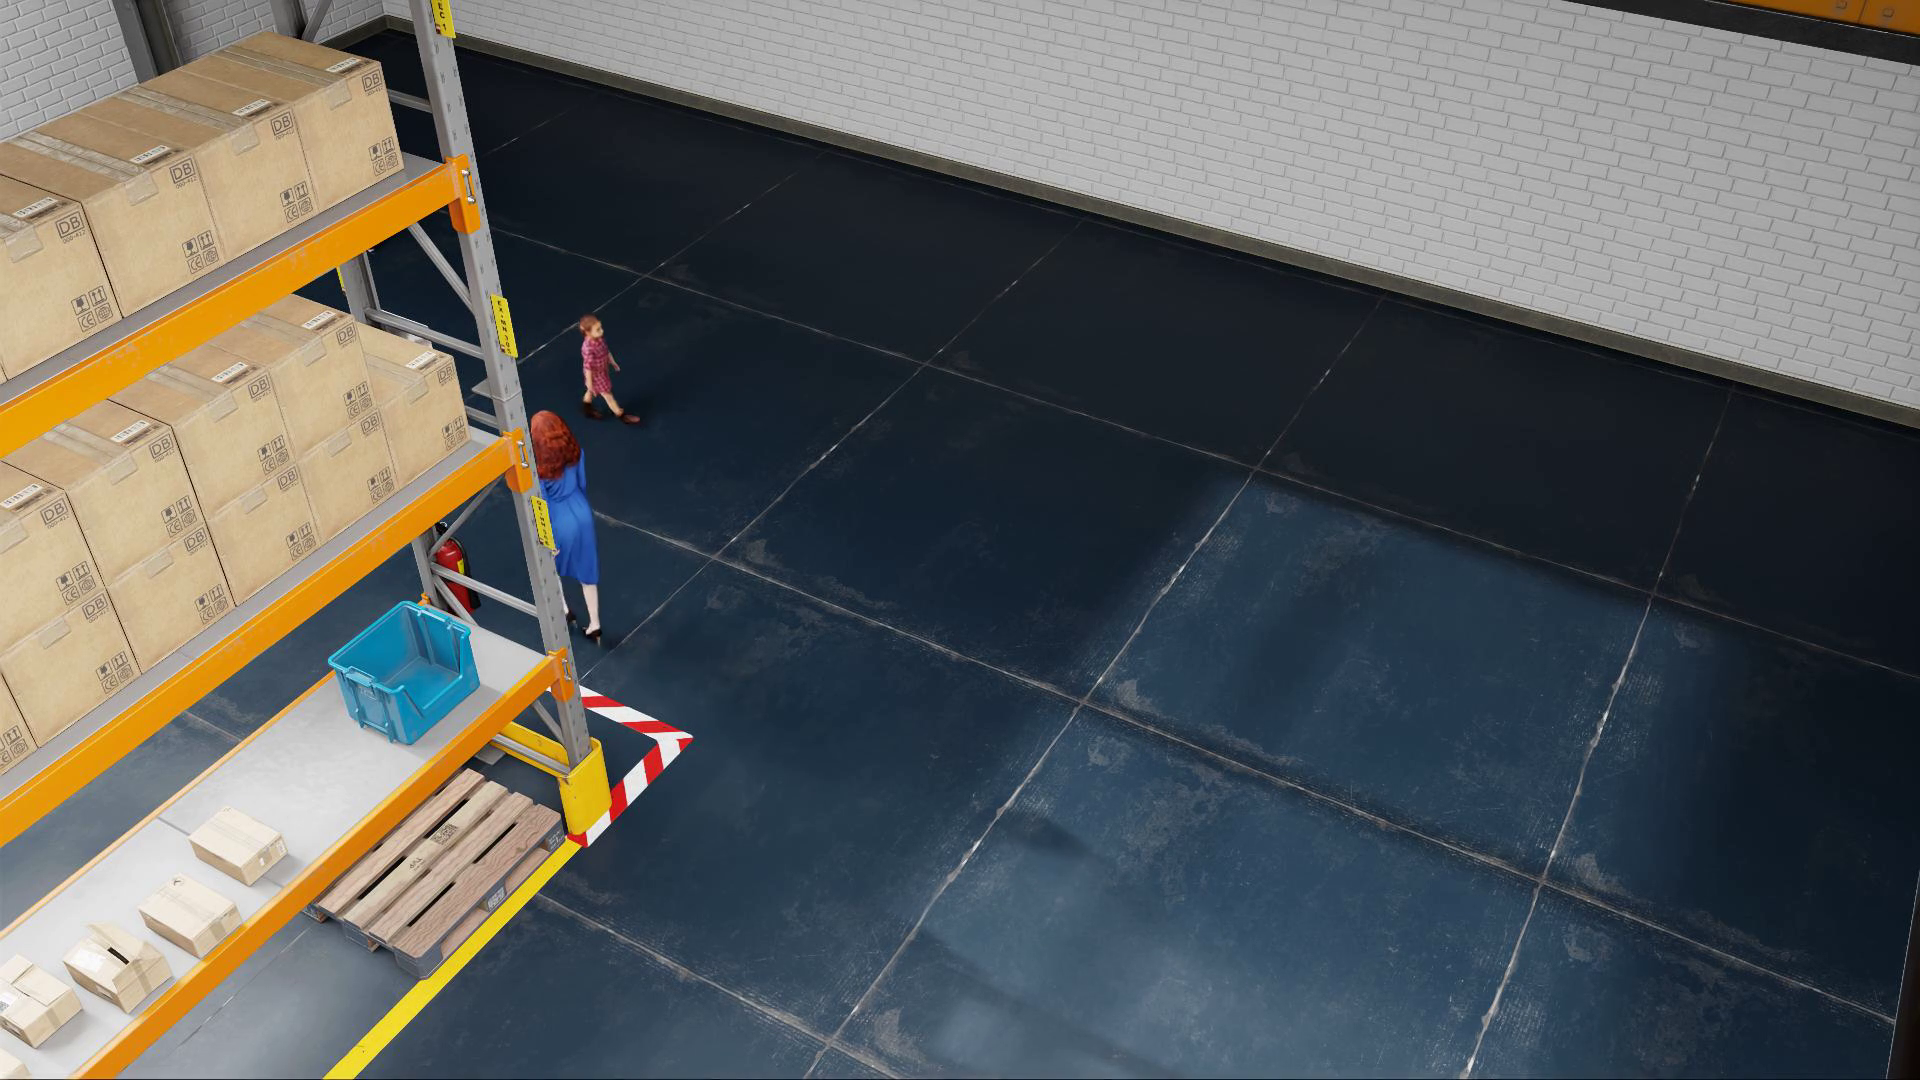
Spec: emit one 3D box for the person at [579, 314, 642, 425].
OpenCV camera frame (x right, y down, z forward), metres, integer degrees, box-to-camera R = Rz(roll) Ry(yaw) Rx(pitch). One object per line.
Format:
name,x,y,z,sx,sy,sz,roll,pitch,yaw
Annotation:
person,-2.903,-1.348,13.119,0.647,0.997,0.731,6,39,8

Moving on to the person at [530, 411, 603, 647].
person,-2.494,-0.024,10.807,0.731,1.813,0.781,-30,48,-32
